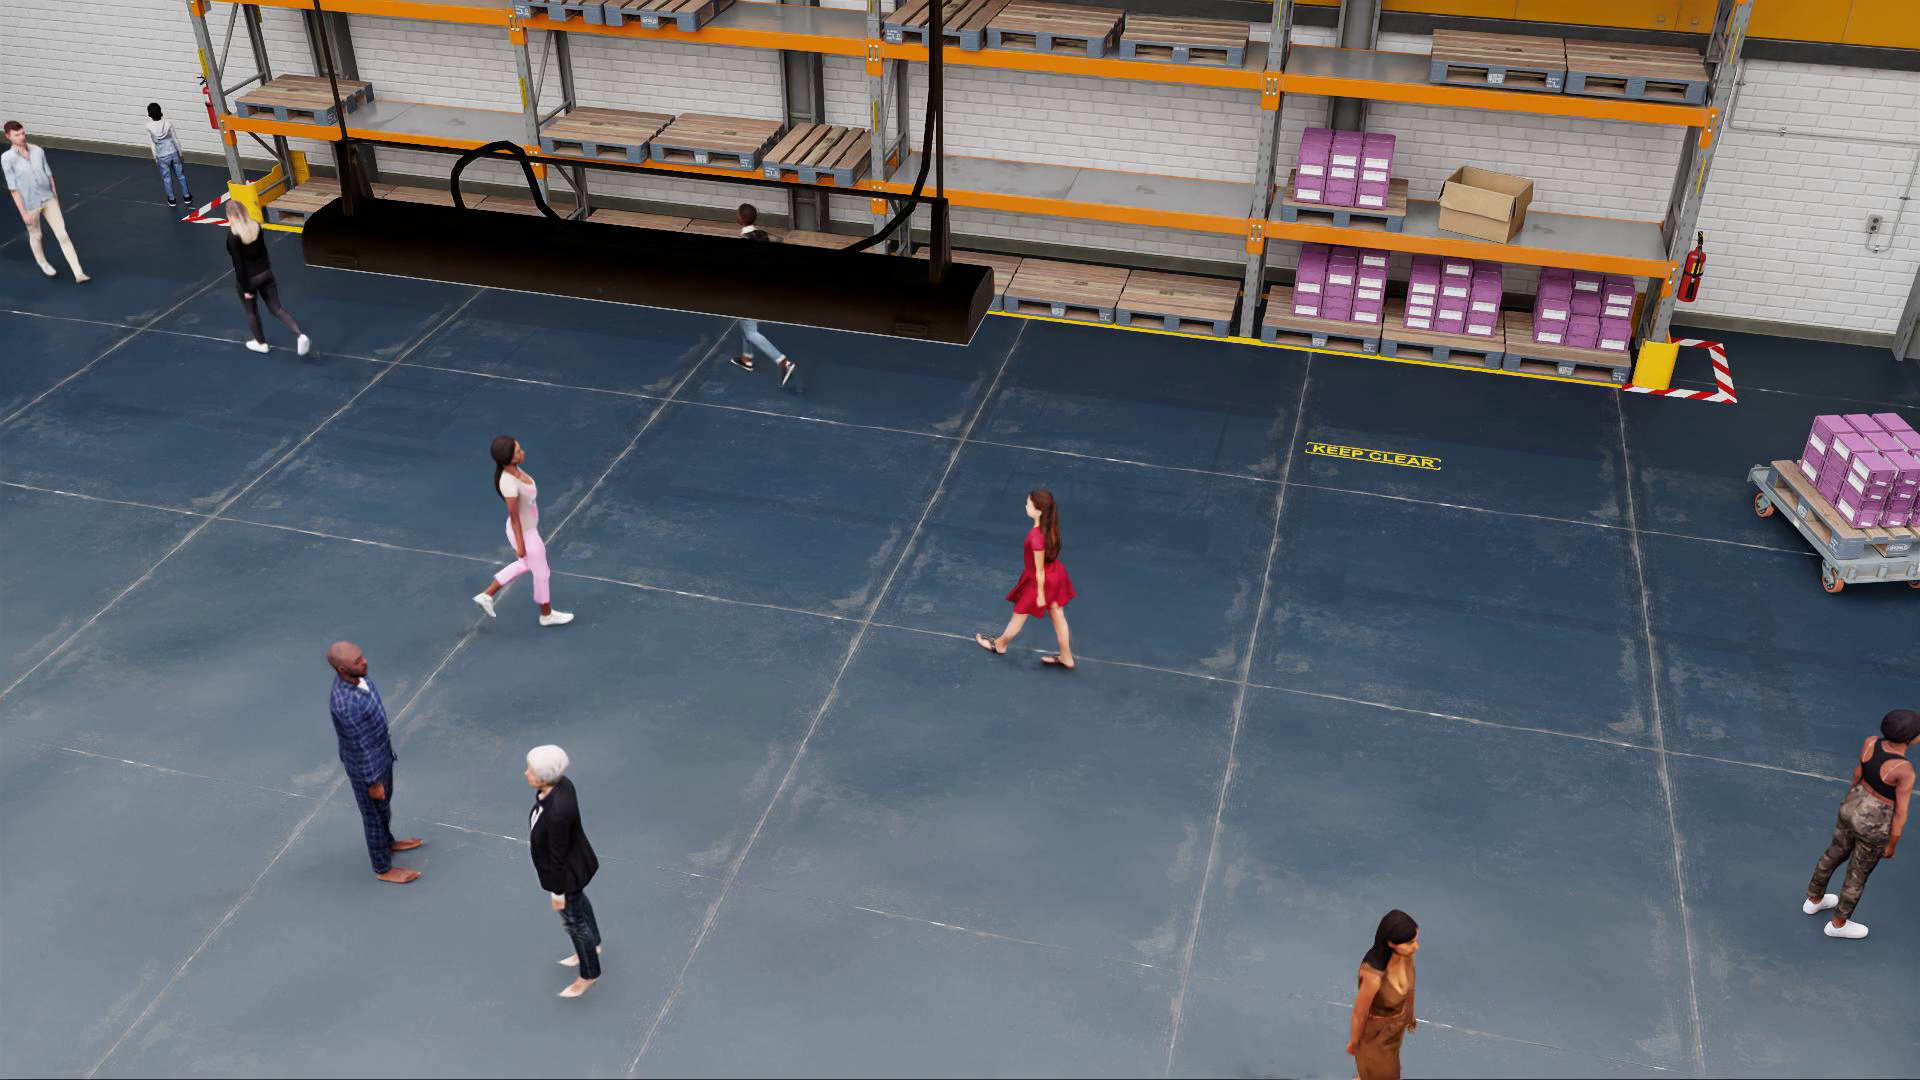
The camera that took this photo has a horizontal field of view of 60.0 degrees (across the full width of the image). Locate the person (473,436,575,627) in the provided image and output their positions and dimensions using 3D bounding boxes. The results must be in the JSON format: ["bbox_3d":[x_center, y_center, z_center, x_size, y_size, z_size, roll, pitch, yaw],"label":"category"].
[{"bbox_3d":[-3.433,-0.035,12.736,1.041,1.724,0.898,-10,35,-14],"label":"person"}]

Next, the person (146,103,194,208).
[{"bbox_3d":[-9.612,-4.680,20.144,0.568,1.261,0.630,-16,37,-23],"label":"person"}]

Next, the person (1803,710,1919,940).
[{"bbox_3d":[5.525,1.708,10.135,0.676,1.701,0.658,-8,34,-11],"label":"person"}]

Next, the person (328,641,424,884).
[{"bbox_3d":[-3.747,1.375,10.530,0.742,1.818,0.750,-6,34,-9],"label":"person"}]

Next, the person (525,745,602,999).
[{"bbox_3d":[-2.298,1.921,9.609,0.739,1.781,0.817,-6,34,-9],"label":"person"}]

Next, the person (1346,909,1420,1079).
[{"bbox_3d":[2.161,2.568,8.861,0.780,1.678,0.701,25,41,33],"label":"person"}]

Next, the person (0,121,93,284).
[{"bbox_3d":[-10.113,-3.675,18.145,1.292,1.798,1.009,24,41,32],"label":"person"}]

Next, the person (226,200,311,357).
[{"bbox_3d":[-6.946,-2.568,16.605,1.112,1.660,0.749,14,36,21],"label":"person"}]

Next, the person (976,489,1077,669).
[{"bbox_3d":[0.687,0.322,12.384,1.028,1.519,0.646,13,36,19],"label":"person"}]

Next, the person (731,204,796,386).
[{"bbox_3d":[-1.963,-2.352,16.166,1.234,1.786,0.896,21,39,28],"label":"person"}]
